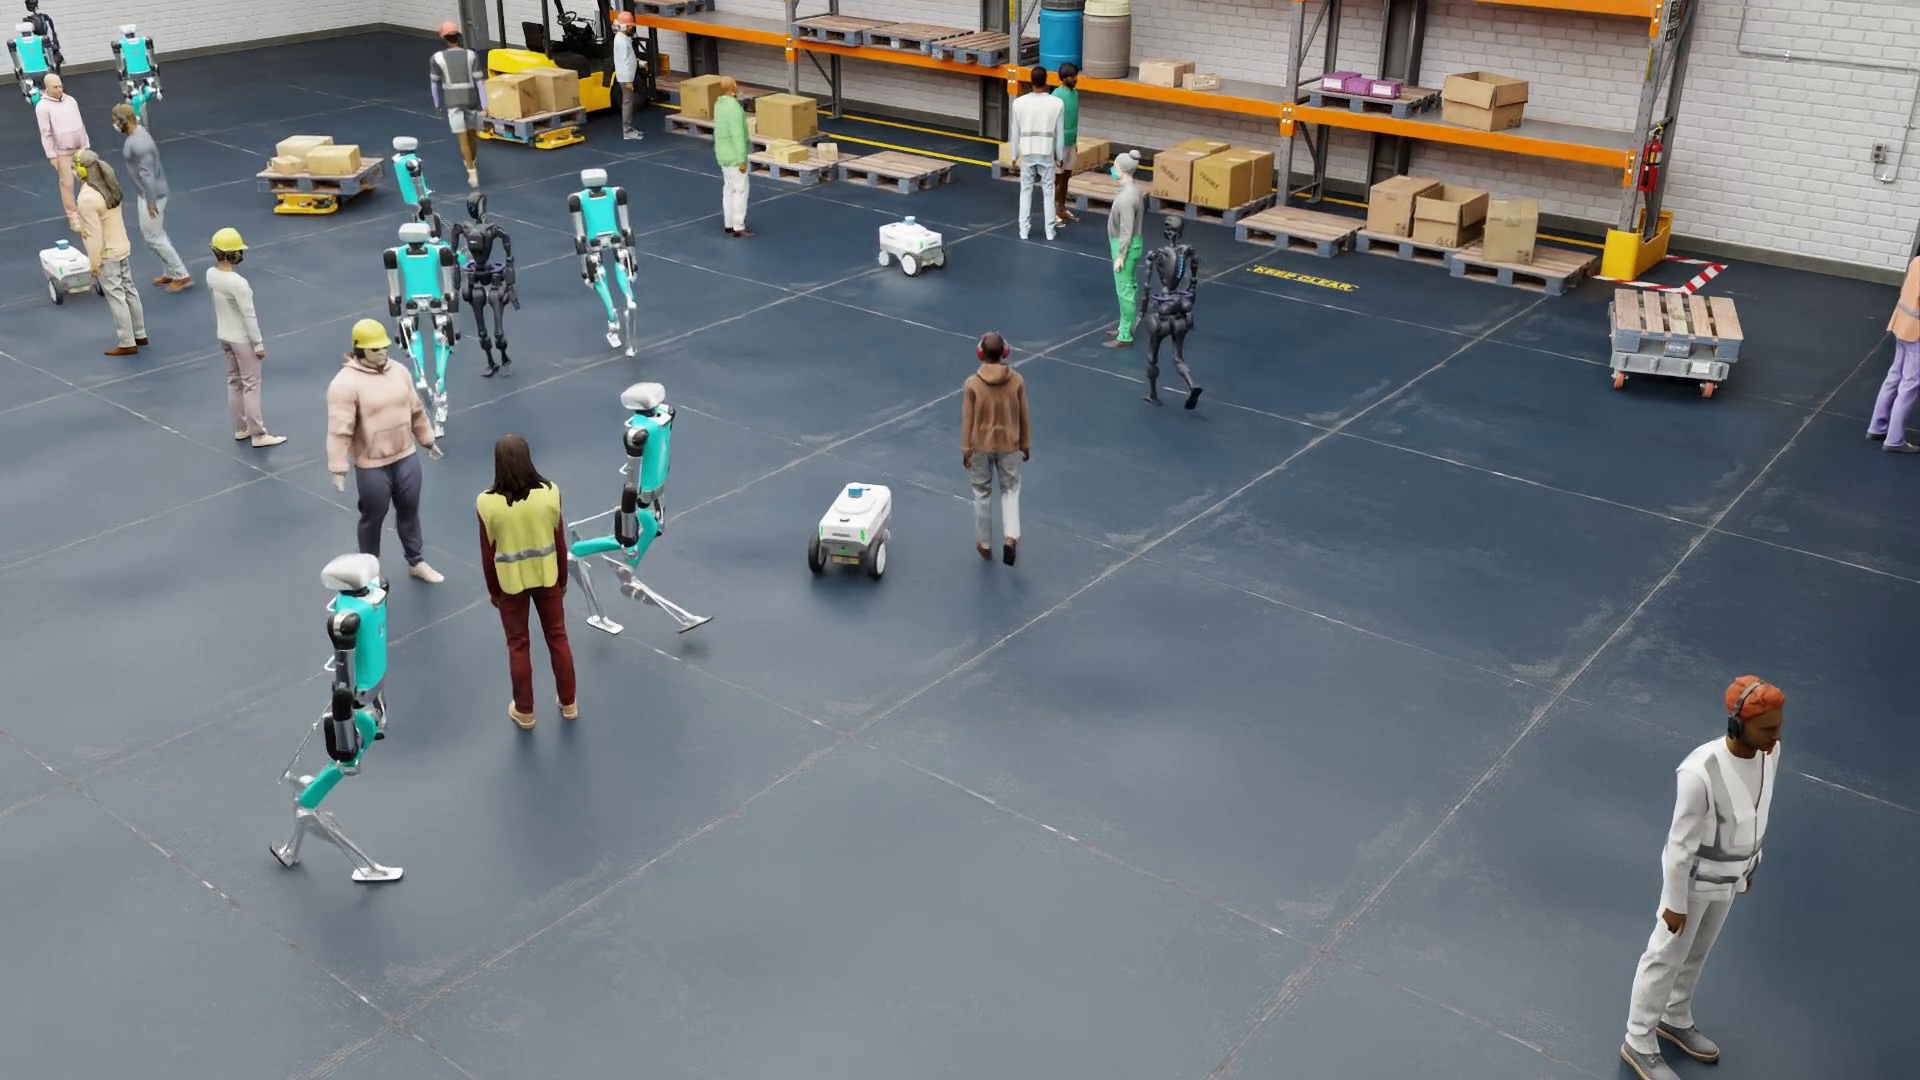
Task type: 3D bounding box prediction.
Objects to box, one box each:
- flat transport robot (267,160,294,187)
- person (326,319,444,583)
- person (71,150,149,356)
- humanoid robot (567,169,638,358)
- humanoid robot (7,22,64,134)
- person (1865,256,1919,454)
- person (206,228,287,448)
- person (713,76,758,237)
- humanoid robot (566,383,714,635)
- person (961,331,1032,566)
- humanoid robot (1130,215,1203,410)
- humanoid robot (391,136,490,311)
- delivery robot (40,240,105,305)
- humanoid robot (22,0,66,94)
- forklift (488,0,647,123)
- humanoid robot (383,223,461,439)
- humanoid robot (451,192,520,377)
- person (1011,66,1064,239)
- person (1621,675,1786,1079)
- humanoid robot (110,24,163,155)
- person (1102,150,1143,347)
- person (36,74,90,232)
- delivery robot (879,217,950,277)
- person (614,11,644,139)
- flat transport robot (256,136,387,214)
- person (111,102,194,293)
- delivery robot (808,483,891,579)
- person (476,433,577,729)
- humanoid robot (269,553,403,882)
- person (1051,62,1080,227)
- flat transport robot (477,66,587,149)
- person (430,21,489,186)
[{"bbox_3d":[-8.373,-4.598,21.093,0.659,0.231,1.431,-12,28,-23],"label":"flat transport robot"},{"bbox_3d":[-3.779,-0.542,10.894,0.480,1.888,0.815,19,32,34],"label":"person"},{"bbox_3d":[-7.731,-2.613,15.138,0.414,1.877,0.552,0,26,0],"label":"person"},{"bbox_3d":[-3.100,-2.370,14.838,0.550,1.749,1.048,-10,28,-20],"label":"humanoid robot"},{"bbox_3d":[-12.503,-6.098,22.639,0.550,1.905,0.744,-14,29,-26],"label":"humanoid robot"},{"bbox_3d":[7.493,-1.567,13.017,0.392,1.840,0.564,1,26,1],"label":"person"},{"bbox_3d":[-5.677,-1.596,13.164,0.523,1.761,0.330,18,31,33],"label":"person"},{"bbox_3d":[-2.562,-4.345,18.867,0.392,1.760,0.649,-16,30,-30],"label":"person"},{"bbox_3d":[-2.065,-0.141,10.179,1.027,1.730,0.546,6,26,13],"label":"humanoid robot"},{"bbox_3d":[0.255,-0.584,11.197,0.488,1.628,0.538,-4,26,-7],"label":"person"},{"bbox_3d":[1.758,-1.880,13.863,0.600,1.644,0.560,-14,29,-26],"label":"humanoid robot"},{"bbox_3d":[-5.009,-3.074,16.314,0.885,1.838,0.557,-17,31,-32],"label":"humanoid robot"},{"bbox_3d":[-9.065,-2.742,16.921,0.499,0.595,0.797,-21,33,-36],"label":"delivery robot"},{"bbox_3d":[-13.868,-7.381,25.232,0.364,1.646,0.613,9,27,18],"label":"humanoid robot"},{"bbox_3d":[-5.874,-7.334,24.552,1.214,2.155,2.313,19,32,34],"label":"forklift"},{"bbox_3d":[-4.211,-1.577,13.160,0.539,1.739,0.980,-7,27,-14],"label":"humanoid robot"},{"bbox_3d":[-4.154,-2.226,14.557,0.603,1.642,0.346,3,26,5],"label":"humanoid robot"},{"bbox_3d":[0.865,-4.323,18.643,0.595,1.910,0.385,3,26,6],"label":"person"},{"bbox_3d":[3.074,1.394,6.830,0.572,1.882,0.360,-17,30,-31],"label":"person"},{"bbox_3d":[-11.246,-6.162,22.708,0.535,1.782,1.022,-20,32,-35],"label":"humanoid robot"},{"bbox_3d":[1.512,-2.686,15.331,0.348,1.839,0.513,6,26,12],"label":"person"},{"bbox_3d":[-10.211,-4.432,19.022,0.419,1.774,0.541,14,29,27],"label":"person"},{"bbox_3d":[-0.514,-3.140,17.759,0.499,0.607,0.808,-23,34,-39],"label":"delivery robot"},{"bbox_3d":[-4.671,-6.541,23.426,0.351,1.740,0.570,-5,26,-11],"label":"person"},{"bbox_3d":[-7.781,-4.259,20.390,0.659,0.231,1.431,2,26,4],"label":"flat transport robot"},{"bbox_3d":[-8.216,-3.466,16.869,0.385,1.909,0.661,-13,29,-25],"label":"person"},{"bbox_3d":[-0.727,-0.085,11.430,0.508,0.605,0.777,6,26,12],"label":"delivery robot"},{"bbox_3d":[-2.421,0.247,9.340,0.468,1.765,0.368,-12,28,-23],"label":"person"},{"bbox_3d":[-3.139,0.923,8.047,0.895,1.828,0.567,0,26,0],"label":"humanoid robot"},{"bbox_3d":[1.183,-4.584,19.247,0.377,1.847,0.506,17,31,31],"label":"person"},{"bbox_3d":[-6.038,-5.737,23.452,1.431,0.231,0.659,16,30,30],"label":"flat transport robot"},{"bbox_3d":[-6.360,-5.561,21.111,0.611,1.979,1.021,-14,29,-26],"label":"person"}]
